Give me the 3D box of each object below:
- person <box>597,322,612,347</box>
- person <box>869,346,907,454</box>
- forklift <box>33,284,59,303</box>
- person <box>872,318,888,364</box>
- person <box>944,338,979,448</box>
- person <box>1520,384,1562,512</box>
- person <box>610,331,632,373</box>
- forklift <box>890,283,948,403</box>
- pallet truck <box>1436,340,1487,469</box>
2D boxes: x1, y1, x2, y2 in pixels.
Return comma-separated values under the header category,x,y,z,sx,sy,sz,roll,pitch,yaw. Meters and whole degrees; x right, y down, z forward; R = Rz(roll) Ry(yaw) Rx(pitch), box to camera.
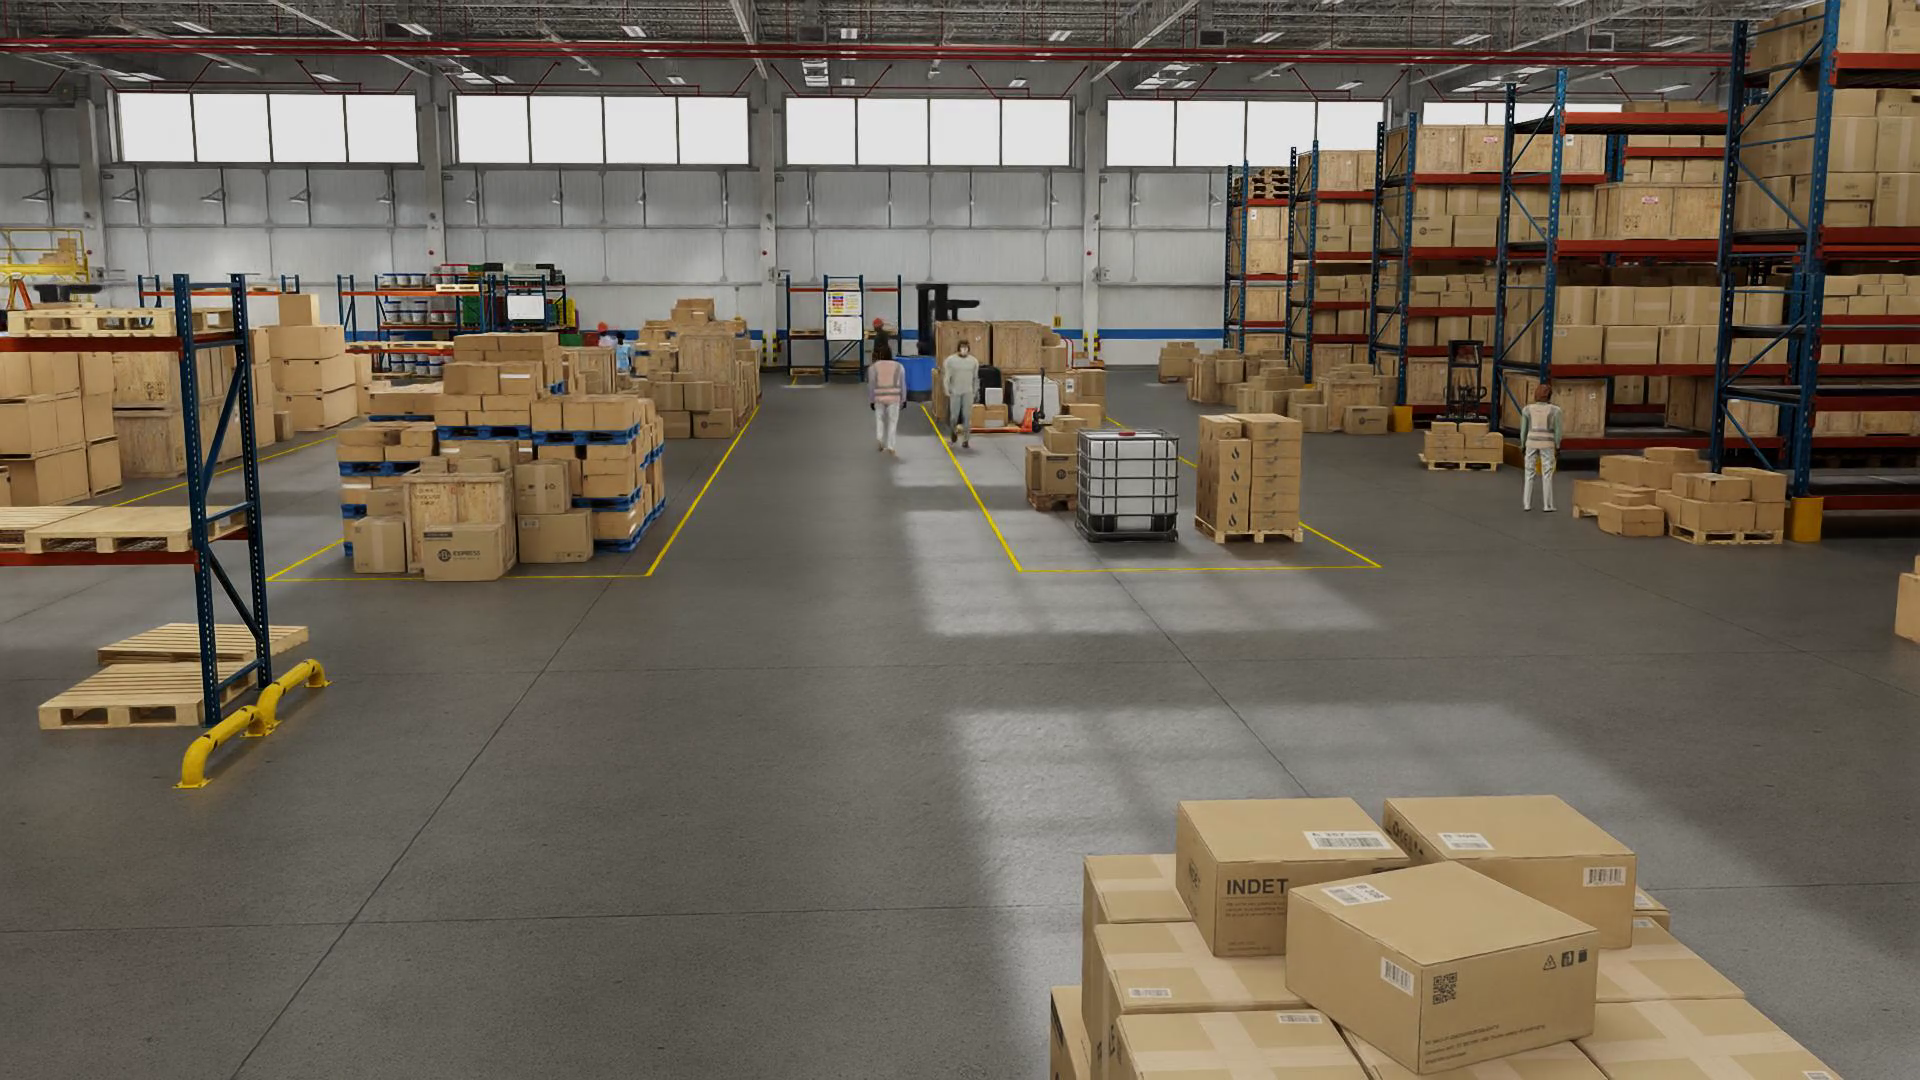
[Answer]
category,x,y,z,sx,sy,sz,roll,pitch,yaw
person,-8.619,-4.317,40.206,0.415,1.898,0.588,-5,10,-30
person,-1.218,-2.381,28.314,0.642,1.813,0.752,1,9,4
forklift,-19.836,-4.187,36.322,1.873,2.768,1.129,-6,11,-32
person,-1.983,-4.454,40.812,0.439,1.979,0.648,3,10,20
person,0.023,-2.590,29.288,0.645,1.922,0.535,-2,9,-12
person,7.419,-1.171,21.258,0.514,1.642,0.314,7,11,36
person,-8.088,-4.125,39.649,0.531,1.692,0.320,-2,9,-14
forklift,-0.684,-4.715,39.634,1.873,2.768,1.129,-6,11,-34
pallet truck,8.004,-2.170,26.422,0.823,1.965,1.885,2,9,14
